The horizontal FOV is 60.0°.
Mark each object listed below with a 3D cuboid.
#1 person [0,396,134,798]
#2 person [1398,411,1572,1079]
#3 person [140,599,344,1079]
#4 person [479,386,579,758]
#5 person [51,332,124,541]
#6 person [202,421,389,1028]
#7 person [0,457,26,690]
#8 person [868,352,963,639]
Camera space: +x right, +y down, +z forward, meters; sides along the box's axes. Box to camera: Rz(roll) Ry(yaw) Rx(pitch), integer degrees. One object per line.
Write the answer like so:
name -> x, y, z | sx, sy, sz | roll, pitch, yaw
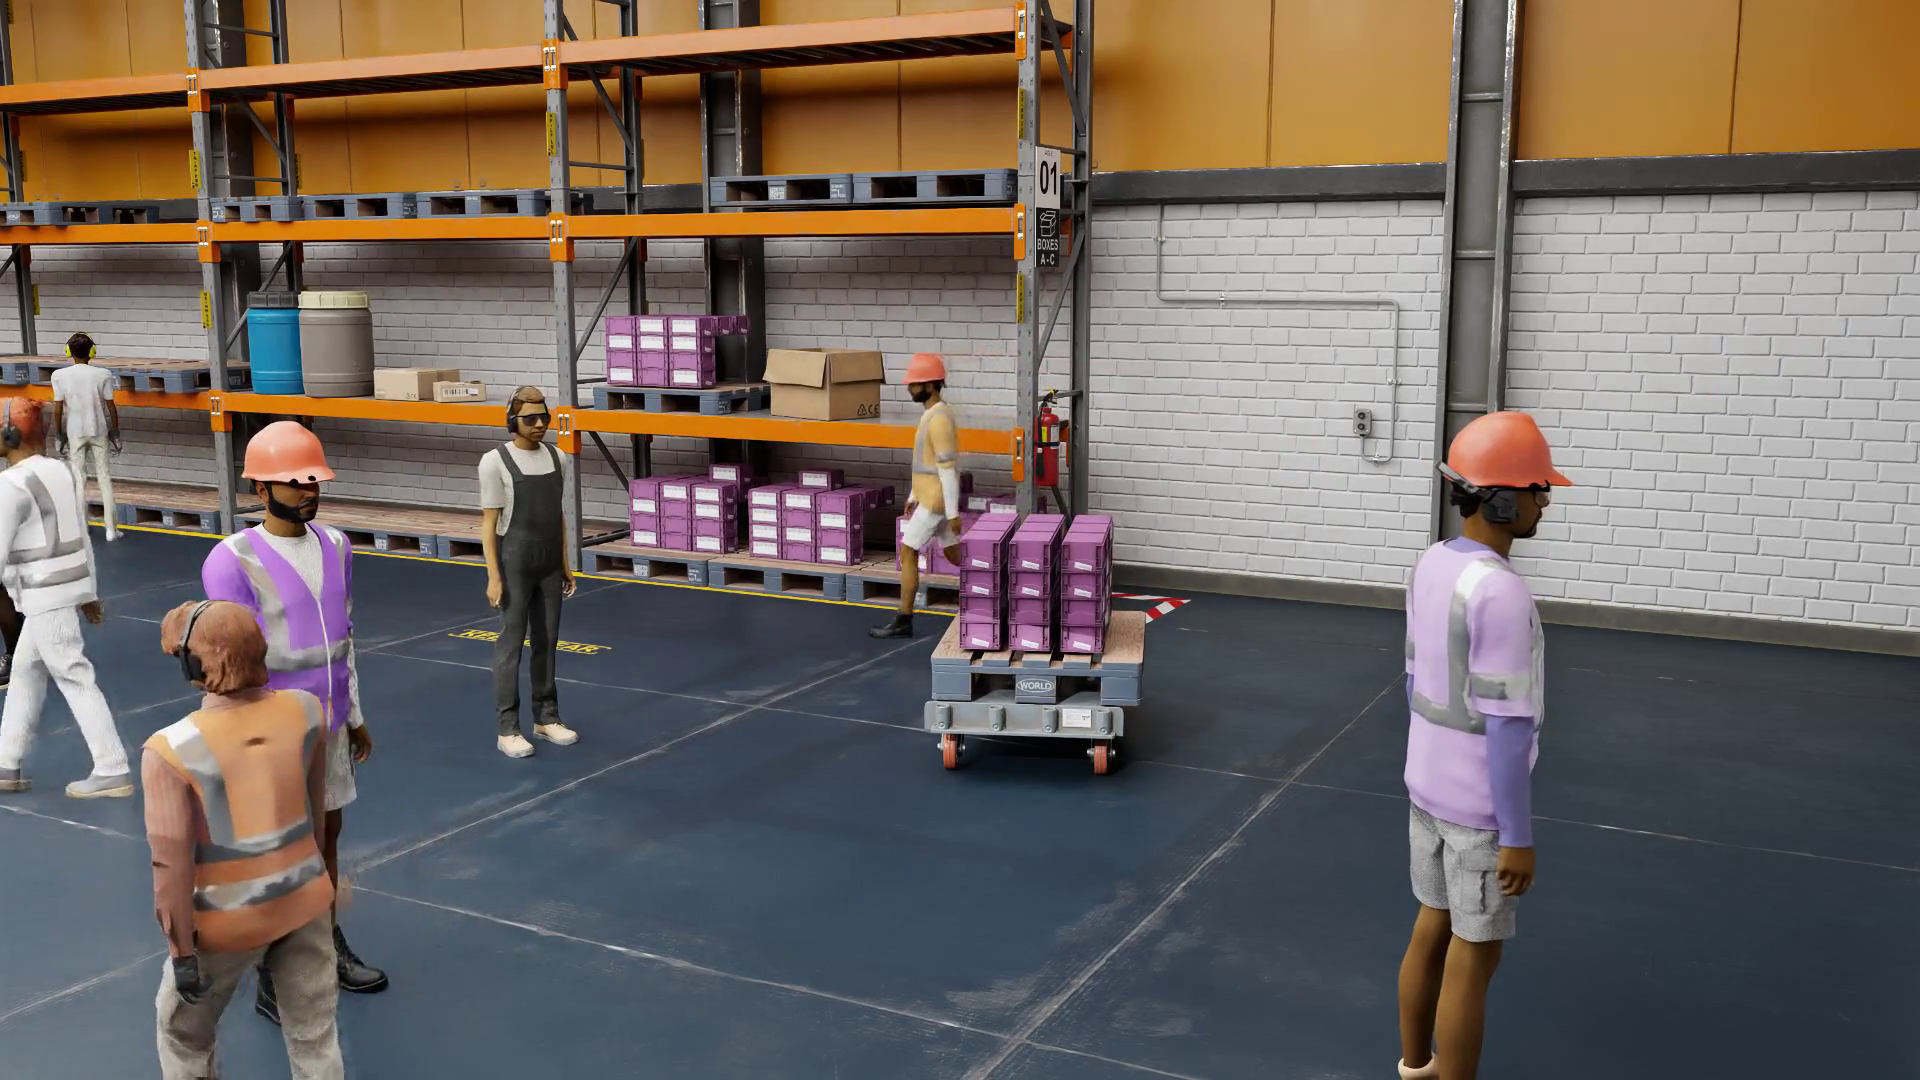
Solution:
person -> -4.241, 0.280, 7.517 | 0.925, 1.841, 0.588 | -1, 9, -9
person -> 1.393, 0.678, 4.457 | 0.381, 2.045, 0.605 | -1, 9, -5
person -> -1.812, 0.940, 4.166 | 0.669, 1.616, 0.536 | 6, 11, 35
person -> -2.151, 0.150, 8.326 | 0.325, 1.843, 0.517 | 7, 12, 37
person -> -7.756, -0.906, 14.795 | 0.531, 1.860, 0.318 | -4, 10, -24
person -> -2.125, 0.583, 5.371 | 0.361, 1.938, 0.545 | 4, 10, 23
person -> -5.588, -0.112, 9.577 | 0.364, 1.965, 0.630 | -3, 10, -19
person -> -0.078, -0.280, 10.860 | 0.970, 1.898, 0.531 | 0, 9, 2
